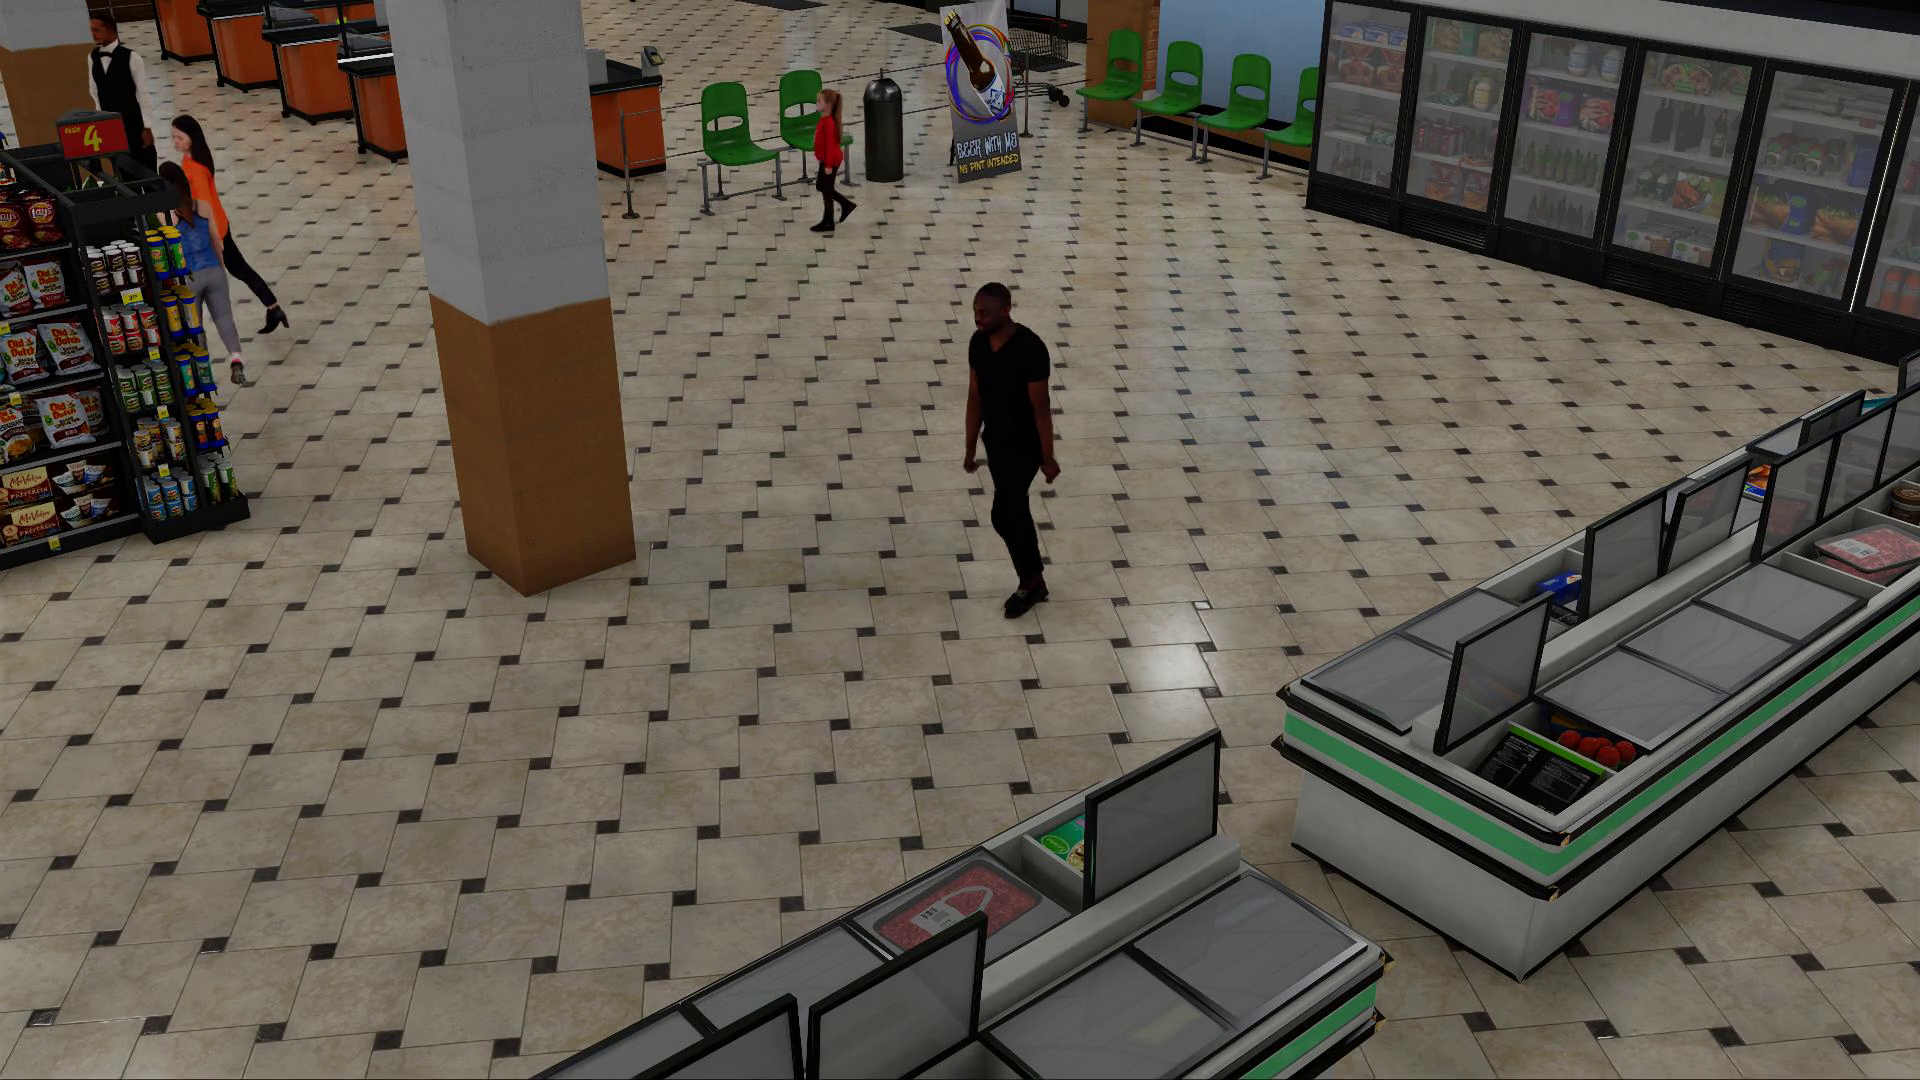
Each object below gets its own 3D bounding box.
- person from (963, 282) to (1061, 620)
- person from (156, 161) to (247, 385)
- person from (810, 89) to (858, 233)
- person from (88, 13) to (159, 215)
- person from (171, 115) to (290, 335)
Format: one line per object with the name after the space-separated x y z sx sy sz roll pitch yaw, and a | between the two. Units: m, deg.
0.349 -0.491 8.639 0.726 1.794 0.658 24 36 39 | person
-5.187 -1.783 11.407 0.654 1.594 0.844 23 35 38 | person
-1.134 -3.420 14.986 0.761 1.276 0.657 -6 27 -11 | person
-7.465 -3.740 14.907 0.776 1.918 0.814 5 27 9 | person
-5.392 -2.240 12.203 1.225 1.689 0.932 -9 28 -17 | person
